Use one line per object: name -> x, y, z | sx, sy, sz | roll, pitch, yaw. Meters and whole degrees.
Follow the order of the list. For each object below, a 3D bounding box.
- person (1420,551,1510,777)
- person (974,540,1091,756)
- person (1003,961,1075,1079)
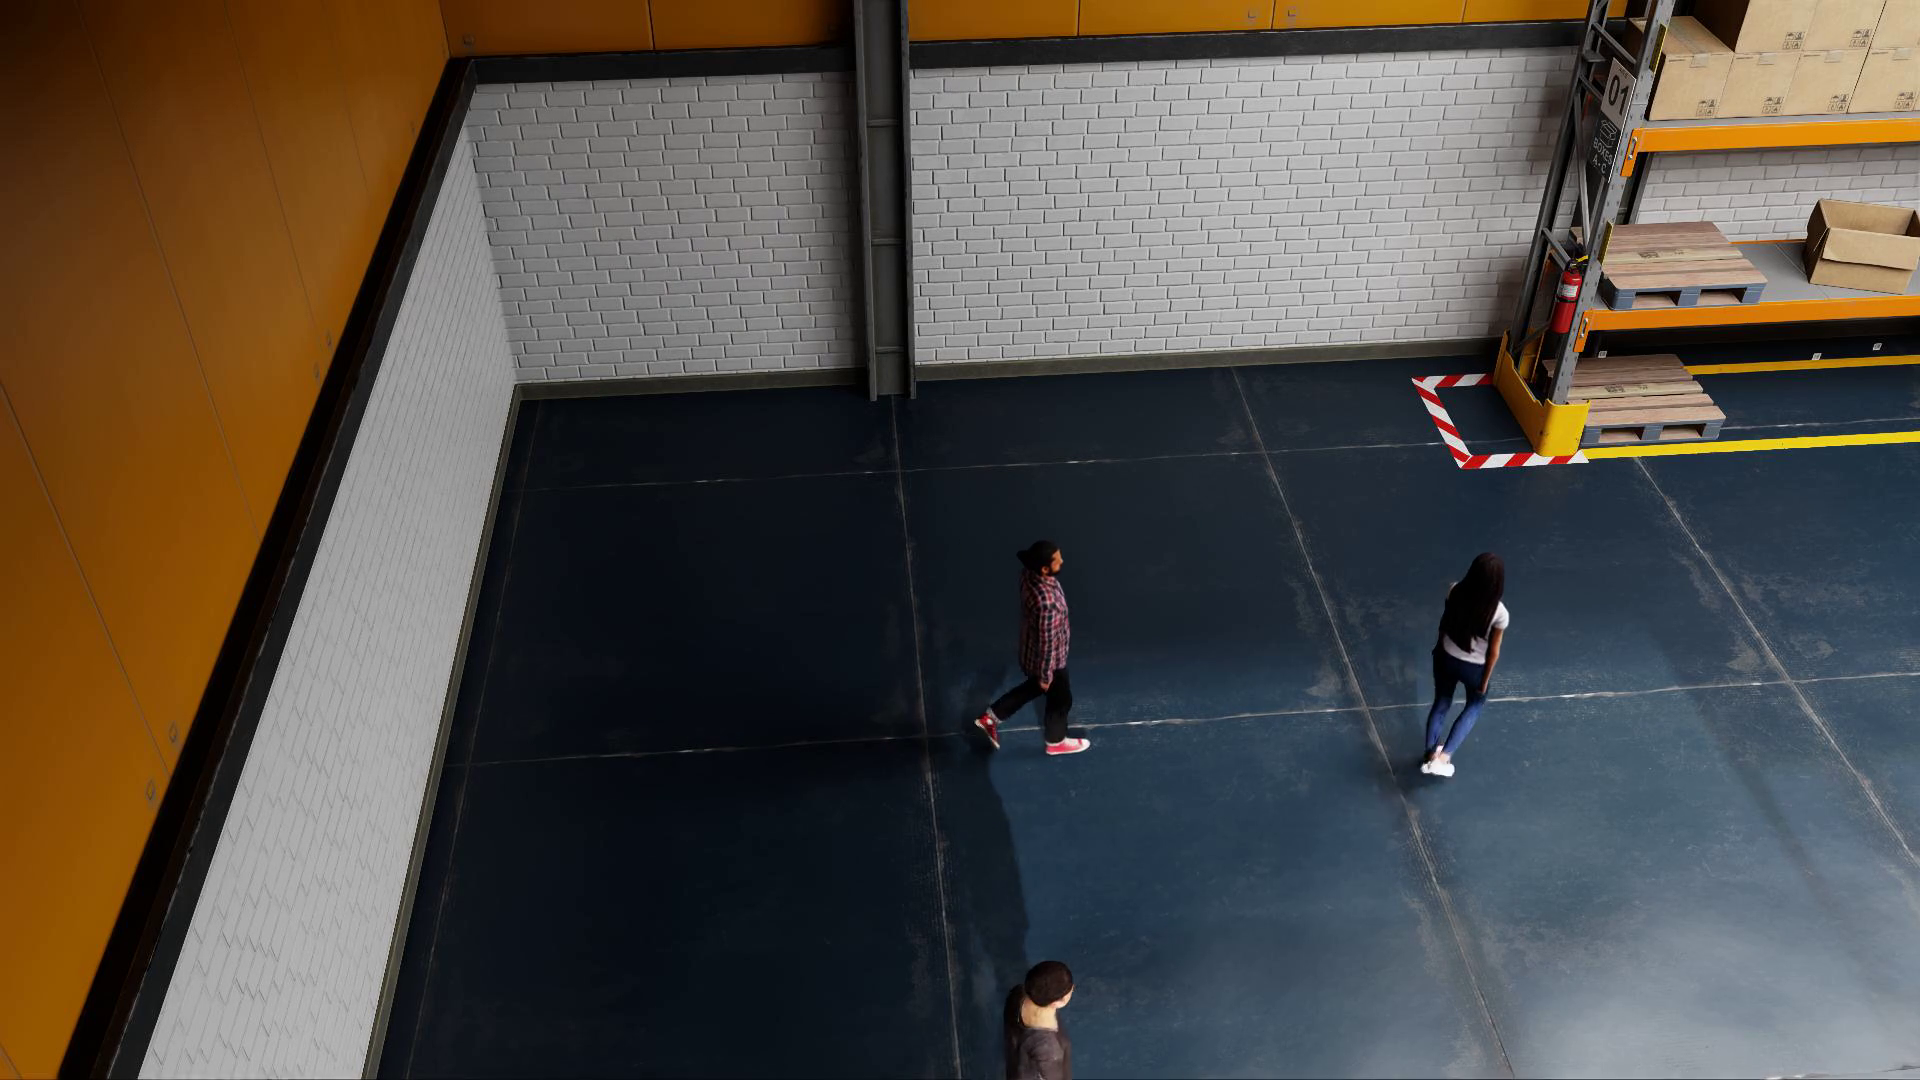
person -> 3.052, 0.829, 10.271 | 0.756, 1.762, 0.815 | 29, 47, 31
person -> 0.457, 0.713, 10.434 | 1.004, 1.741, 0.752 | -7, 39, -8
person -> 0.307, 2.621, 8.071 | 0.693, 1.708, 0.706 | -13, 40, -16
